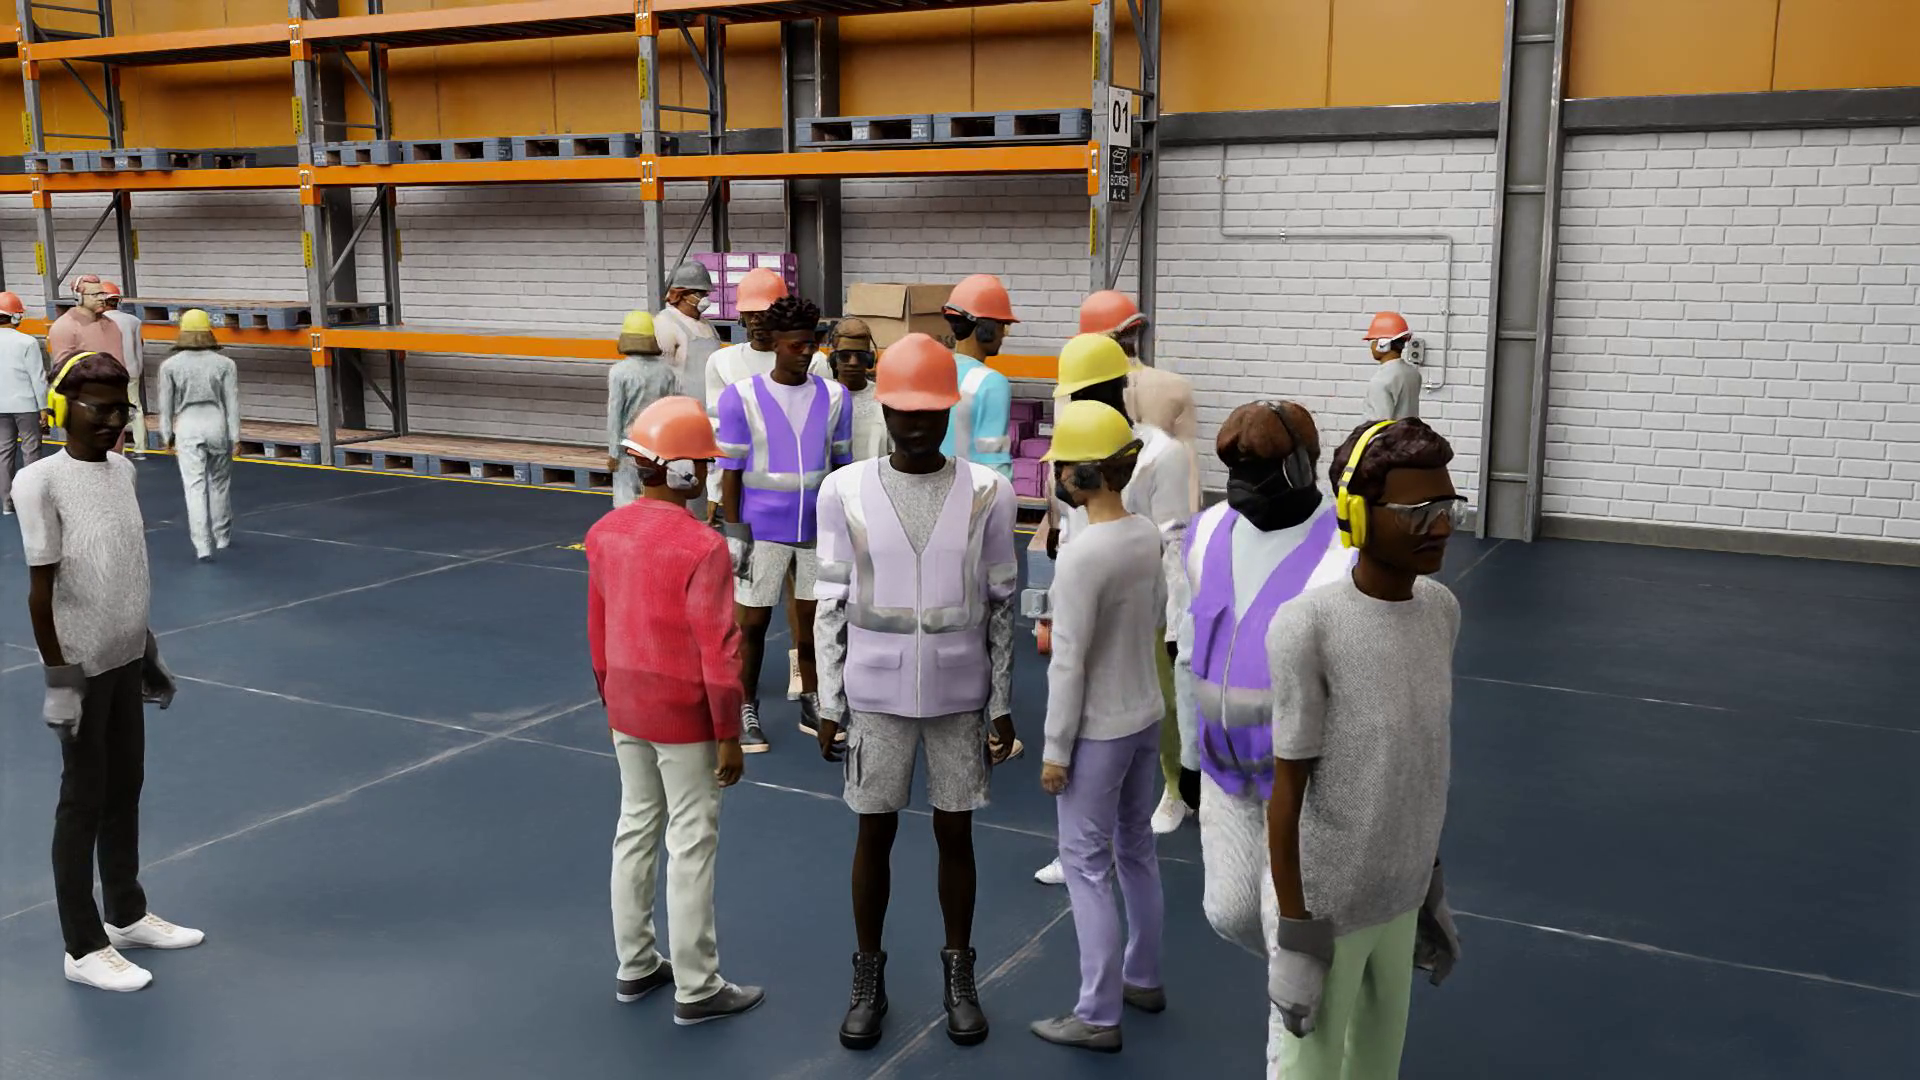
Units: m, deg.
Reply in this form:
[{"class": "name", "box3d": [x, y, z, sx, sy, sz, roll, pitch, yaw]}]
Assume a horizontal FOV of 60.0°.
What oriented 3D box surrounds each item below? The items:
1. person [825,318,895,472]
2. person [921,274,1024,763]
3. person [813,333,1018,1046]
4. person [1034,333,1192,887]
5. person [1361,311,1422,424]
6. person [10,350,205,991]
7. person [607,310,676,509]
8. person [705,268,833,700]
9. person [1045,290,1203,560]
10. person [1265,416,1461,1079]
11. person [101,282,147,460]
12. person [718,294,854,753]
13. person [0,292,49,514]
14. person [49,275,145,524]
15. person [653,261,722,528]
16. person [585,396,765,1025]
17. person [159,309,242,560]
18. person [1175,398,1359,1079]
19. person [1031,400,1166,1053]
[{"class": "person", "box3d": [-0.483, -0.069, 7.430, 0.502, 1.837, 0.349, -2, 10, -9]}, {"class": "person", "box3d": [0.060, -0.082, 6.954, 0.409, 2.035, 0.613, -6, 12, -30]}, {"class": "person", "box3d": [-0.116, 0.416, 4.477, 0.552, 1.935, 0.361, -1, 10, -3]}, {"class": "person", "box3d": [0.602, 0.206, 5.826, 0.621, 1.871, 0.940, 9, 14, 41]}, {"class": "person", "box3d": [2.516, -0.476, 9.868, 0.342, 1.749, 0.573, 7, 13, 34]}, {"class": "person", "box3d": [-2.515, 0.376, 4.902, 0.327, 1.865, 0.517, 1, 10, 5]}, {"class": "person", "box3d": [-1.953, -0.571, 10.436, 0.516, 1.731, 0.493, 10, 14, 43]}, {"class": "person", "box3d": [-0.898, -0.248, 7.823, 0.616, 2.041, 0.379, 0, 10, 2]}, {"class": "person", "box3d": [0.678, -0.100, 7.257, 0.669, 1.948, 0.762, -2, 11, -11]}, {"class": "person", "box3d": [0.766, 0.698, 3.111, 0.521, 1.873, 0.335, -8, 13, -38]}, {"class": "person", "box3d": [-8.219, -1.631, 16.195, 0.333, 1.753, 0.562, 6, 12, 29]}, {"class": "person", "box3d": [-0.721, -0.061, 7.070, 0.619, 1.953, 0.397, -5, 12, -26]}, {"class": "person", "box3d": [-7.436, -1.073, 13.128, 0.560, 1.756, 0.317, 2, 10, 9]}, {"class": "person", "box3d": [-6.404, -1.010, 12.379, 0.408, 1.906, 0.652, 2, 10, 10]}, {"class": "person", "box3d": [-1.803, -0.879, 11.293, 0.535, 2.000, 0.683, 5, 11, 25]}, {"class": "person", "box3d": [-0.795, 0.470, 4.682, 0.568, 1.750, 0.342, 9, 14, 40]}, {"class": "person", "box3d": [-5.199, -0.729, 11.408, 0.501, 1.698, 0.891, -4, 11, -22]}, {"class": "person", "box3d": [0.835, 0.550, 4.078, 0.678, 1.813, 0.674, -9, 14, -40]}, {"class": "person", "box3d": [0.372, 0.501, 4.516, 0.346, 1.758, 0.537, 6, 12, 30]}]
